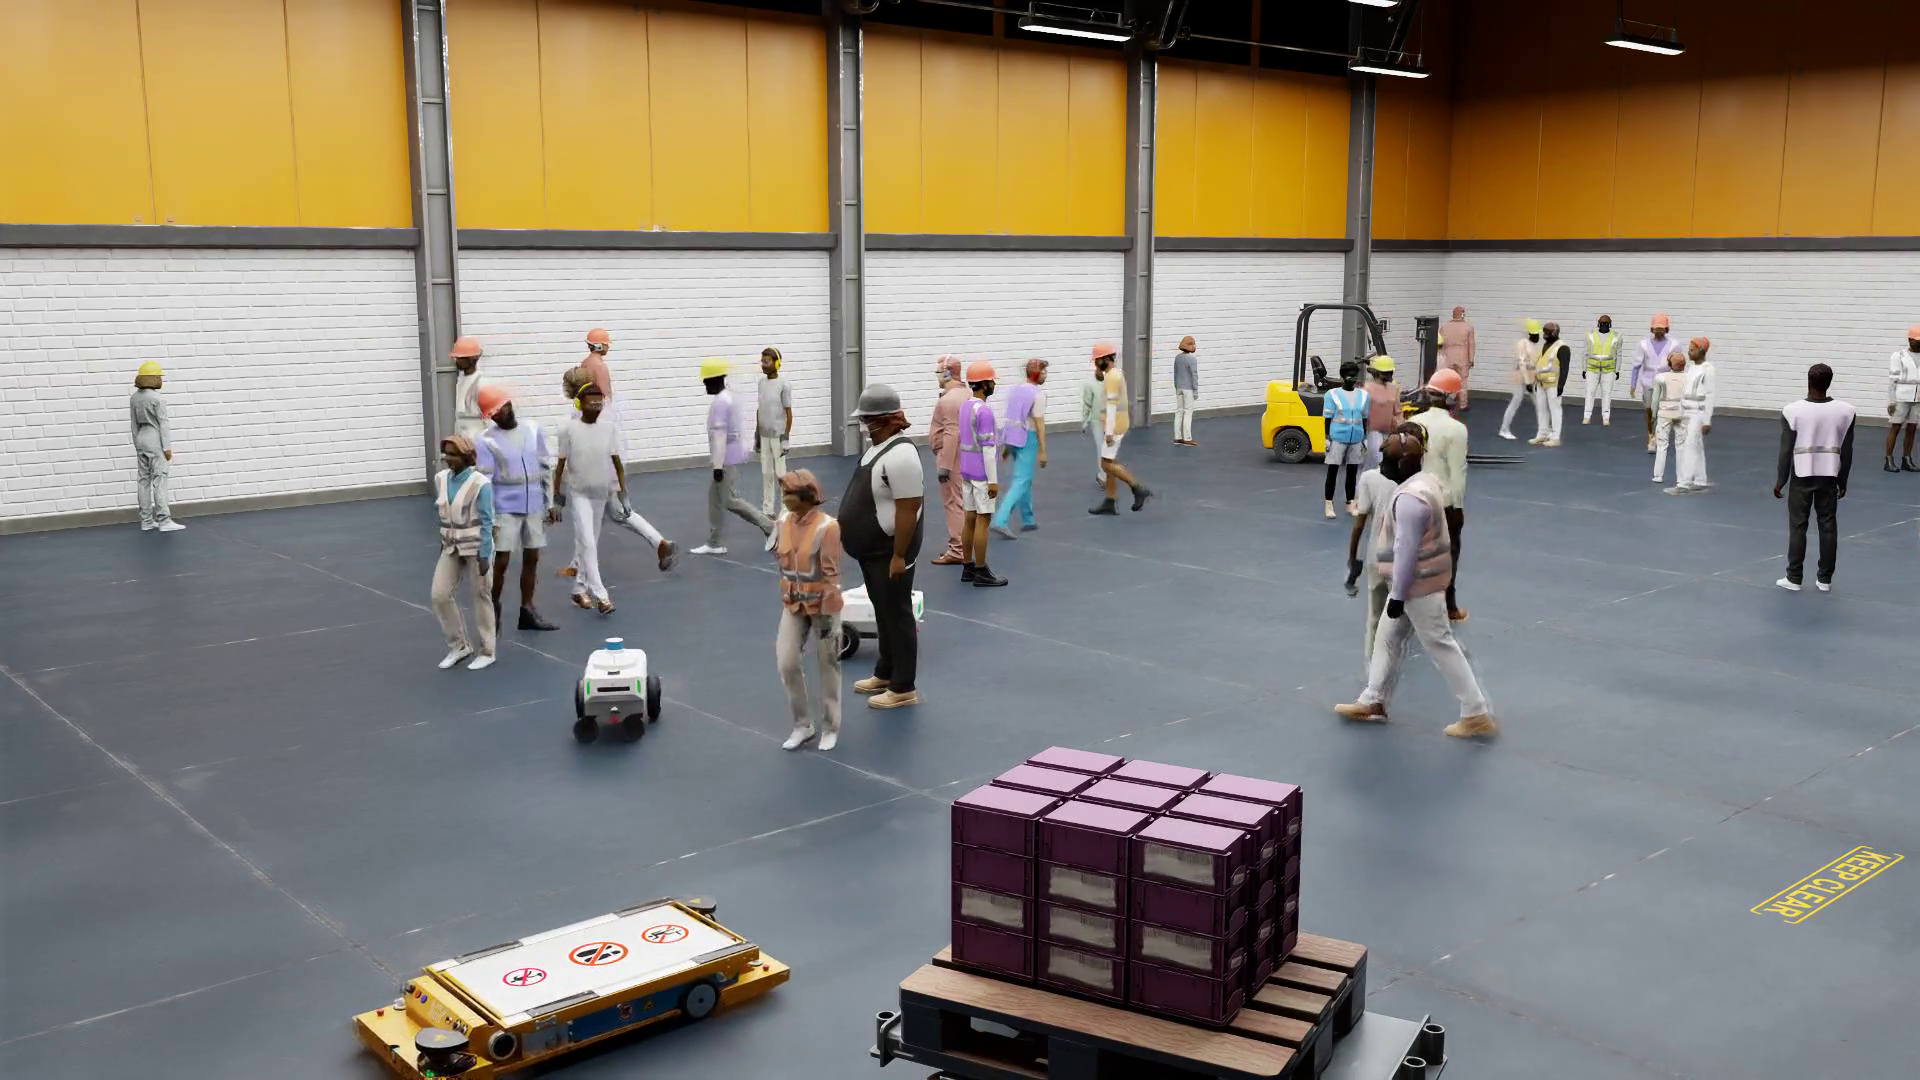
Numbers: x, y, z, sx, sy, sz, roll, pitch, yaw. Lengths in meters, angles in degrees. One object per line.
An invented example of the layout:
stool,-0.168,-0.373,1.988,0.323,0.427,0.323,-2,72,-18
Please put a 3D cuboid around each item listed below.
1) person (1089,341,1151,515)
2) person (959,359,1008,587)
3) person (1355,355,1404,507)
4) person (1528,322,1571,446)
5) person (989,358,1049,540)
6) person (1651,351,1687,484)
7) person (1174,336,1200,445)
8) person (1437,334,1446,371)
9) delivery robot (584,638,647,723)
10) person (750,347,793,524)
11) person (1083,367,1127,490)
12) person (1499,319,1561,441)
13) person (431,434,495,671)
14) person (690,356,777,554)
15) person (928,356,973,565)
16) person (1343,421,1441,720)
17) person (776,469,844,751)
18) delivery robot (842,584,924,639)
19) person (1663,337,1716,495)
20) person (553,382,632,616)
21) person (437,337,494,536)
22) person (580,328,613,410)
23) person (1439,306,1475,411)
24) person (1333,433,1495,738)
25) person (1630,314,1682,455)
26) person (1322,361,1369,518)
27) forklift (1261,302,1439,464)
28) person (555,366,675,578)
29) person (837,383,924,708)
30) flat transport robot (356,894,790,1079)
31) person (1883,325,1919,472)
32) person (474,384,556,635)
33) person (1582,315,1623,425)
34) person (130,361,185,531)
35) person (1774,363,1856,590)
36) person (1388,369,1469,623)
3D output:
person,1.707,-1.199,18.023,0.658,1.901,0.607,2,10,11
person,0.185,-0.572,14.221,0.349,1.942,0.545,-4,11,-23
person,4.688,-1.164,18.323,0.518,1.717,0.860,-7,12,-36
person,8.760,-2.316,24.732,0.429,1.839,0.633,-3,10,-17
person,0.578,-0.921,16.734,0.833,1.805,0.626,-7,12,-34
person,8.831,-1.511,20.596,0.522,1.642,0.306,3,10,18
person,3.380,-2.226,24.807,0.271,1.632,0.508,-5,11,-29
person,6.670,-2.068,23.591,0.906,1.716,0.548,5,11,25
delivery robot,-2.035,0.823,9.836,0.477,0.478,0.707,-2,10,-9
person,-1.967,-1.072,17.355,0.513,1.875,0.328,8,12,39
person,1.761,-1.416,20.190,0.516,1.583,0.851,-2,10,-11
person,8.690,-2.433,25.377,0.591,1.858,0.994,-6,11,-30
person,-3.365,0.095,11.230,0.552,1.618,0.499,5,11,27
person,-2.123,-0.780,15.599,0.806,1.899,0.603,-1,10,-4
person,-0.088,-0.727,15.239,0.403,1.904,0.651,2,10,14
person,2.683,0.166,10.318,0.541,1.803,0.968,4,11,24
person,-0.865,0.409,9.422,0.538,1.618,0.490,5,11,29
delivery robot,-0.609,0.489,11.794,0.707,0.478,0.477,0,10,-1
person,8.673,-1.462,19.683,0.480,1.882,0.587,1,10,5
person,-2.860,-0.314,13.052,0.547,1.822,0.906,-8,12,-38
person,-4.875,-1.067,16.934,0.943,2.018,0.605,-7,12,-34
person,-4.162,-1.441,19.154,0.395,1.994,0.612,-7,12,-35
person,9.044,-3.289,30.258,0.639,1.902,0.407,5,11,29
person,2.742,0.264,9.818,0.927,1.794,0.641,3,10,16
person,10.017,-2.255,23.953,0.630,1.992,1.066,5,11,28
person,4.149,-1.077,17.897,0.533,1.696,0.318,-2,10,-12
forklift,5.320,-2.157,22.763,2.313,2.155,1.214,3,10,16
person,-3.035,-0.578,14.477,0.983,1.887,0.656,1,10,7
person,-0.502,0.026,10.431,0.535,2.000,0.687,-3,10,-15
flat transport robot,-1.401,1.643,6.142,1.431,0.197,0.652,-8,13,-40
person,12.377,-1.831,21.659,0.556,1.930,0.398,-1,10,-4
person,-3.330,-0.222,12.381,0.640,1.886,0.394,-9,13,-42
person,10.702,-2.834,27.767,0.621,1.842,0.429,4,10,22
person,-8.278,-0.961,17.087,0.487,1.741,0.312,5,11,25
person,7.183,-0.522,13.997,0.587,1.920,0.394,1,10,8
person,3.558,-0.317,12.649,0.770,1.972,0.621,-5,11,-28
